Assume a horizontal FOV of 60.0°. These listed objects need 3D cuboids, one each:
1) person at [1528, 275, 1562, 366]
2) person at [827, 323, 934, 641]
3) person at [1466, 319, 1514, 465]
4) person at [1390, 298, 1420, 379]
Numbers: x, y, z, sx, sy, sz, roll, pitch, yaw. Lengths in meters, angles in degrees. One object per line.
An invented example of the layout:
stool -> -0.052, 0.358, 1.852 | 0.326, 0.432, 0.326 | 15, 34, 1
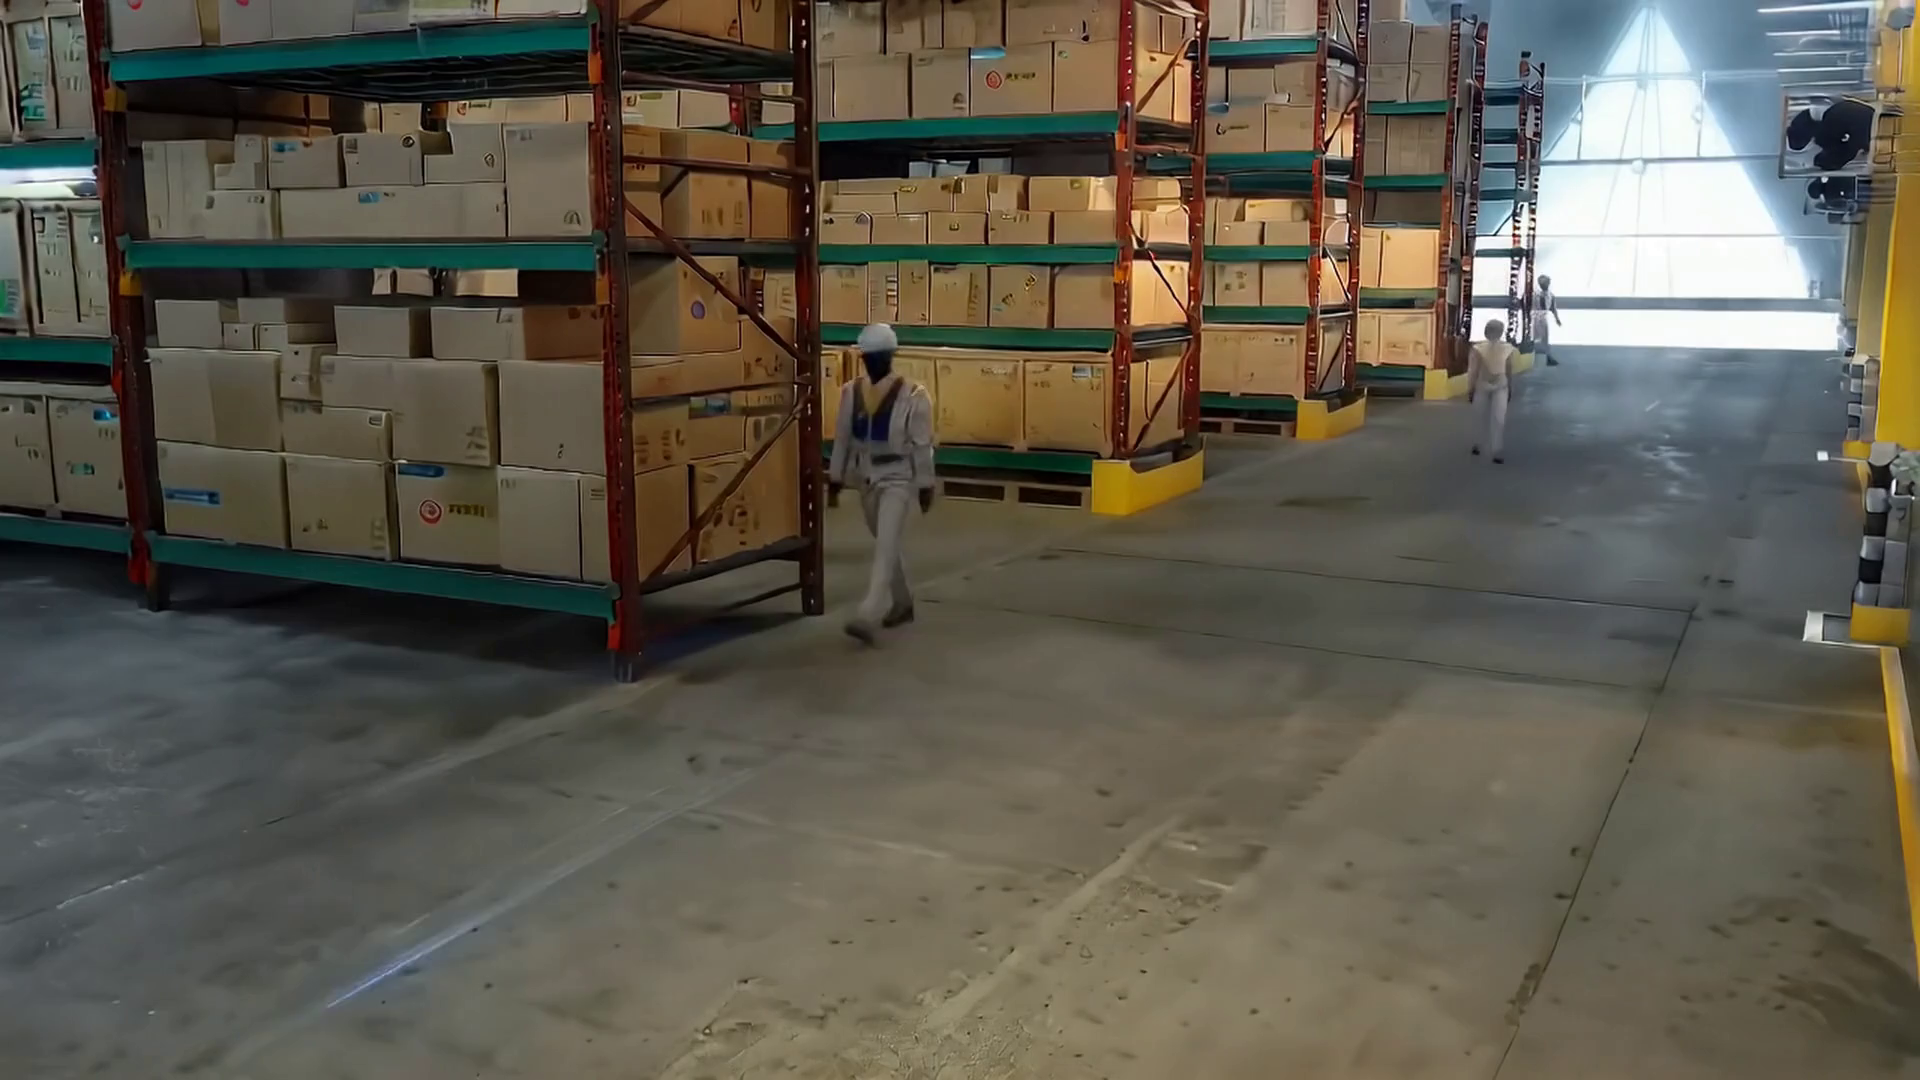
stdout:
person -> 12.032, -4.529, 34.403 | 0.566, 1.870, 0.968 | -7, 12, -35
person -> -0.538, -0.351, 10.096 | 0.633, 1.896, 0.980 | 6, 11, 30
person -> 5.934, -1.679, 18.679 | 0.533, 1.599, 0.844 | 1, 10, 5
person -> 8.256, -3.979, 31.066 | 0.643, 1.923, 0.704 | -3, 10, -18
